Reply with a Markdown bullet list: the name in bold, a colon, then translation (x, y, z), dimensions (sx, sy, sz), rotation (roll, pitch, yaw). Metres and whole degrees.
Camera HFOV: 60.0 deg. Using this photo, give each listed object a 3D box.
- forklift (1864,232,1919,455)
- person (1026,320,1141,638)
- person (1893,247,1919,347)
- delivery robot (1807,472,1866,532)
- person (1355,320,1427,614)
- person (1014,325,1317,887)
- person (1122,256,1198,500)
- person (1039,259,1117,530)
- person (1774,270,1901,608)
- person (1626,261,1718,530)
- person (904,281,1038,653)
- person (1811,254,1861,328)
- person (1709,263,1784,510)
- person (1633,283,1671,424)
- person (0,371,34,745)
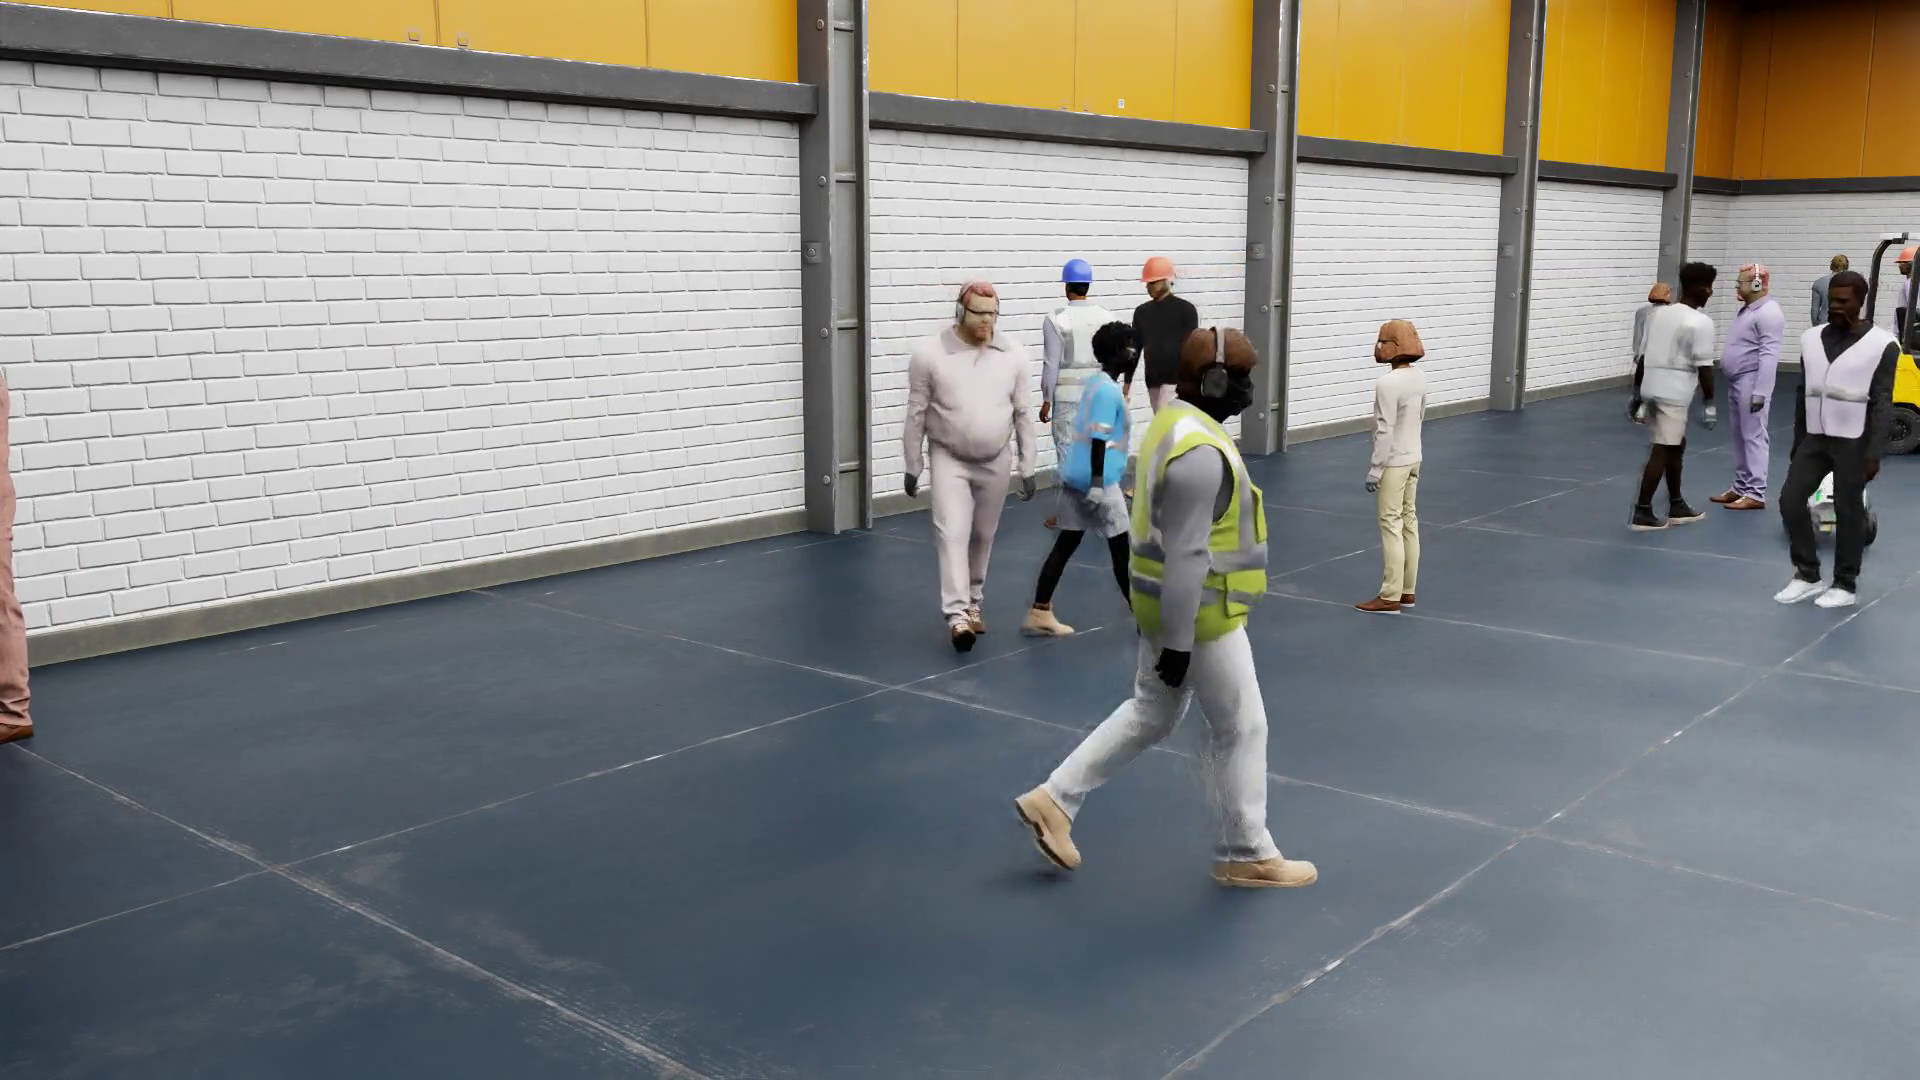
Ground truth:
- **forklift**: translation (9.955, -1.972, 16.595), dimensions (2.313, 2.155, 1.214), rotation (1, 10, 8)
- **person**: translation (0.731, -0.307, 8.622), dimensions (0.823, 1.647, 0.542), rotation (-1, 10, -8)
- **person**: translation (11.387, -2.501, 20.037), dimensions (0.390, 2.040, 0.614), rotation (7, 12, 36)
- **delivery robot**: translation (6.018, -0.318, 11.578), dimensions (0.477, 0.478, 0.707), rotation (2, 10, 10)
- **person**: translation (2.417, -0.405, 9.272), dimensions (0.280, 1.633, 0.500), rotation (8, 13, 37)
- **person**: translation (0.652, 0.224, 5.246), dimensions (0.912, 1.807, 0.629), rotation (0, 10, -1)
- **person**: translation (1.533, -1.257, 13.203), dimensions (0.941, 1.947, 0.656), rotation (-8, 13, -40)
- **person**: translation (0.847, -1.037, 11.972), dimensions (0.602, 1.949, 0.387), rotation (-5, 11, -27)
- **person**: translation (4.883, -0.546, 9.315), dimensions (0.606, 1.896, 0.626), rotation (-5, 11, -26)
- **person**: translation (5.206, -1.025, 11.954), dimensions (0.817, 1.926, 0.640), rotation (-2, 10, -13)
- **person**: translation (0.086, -0.367, 8.433), dimensions (0.666, 1.846, 0.989), rotation (-3, 10, -15)
- **person**: translation (12.111, -2.974, 23.031), dimensions (0.632, 1.940, 0.372), rotation (9, 13, 41)
- **person**: translation (6.129, -1.191, 12.965), dimensions (0.401, 1.907, 0.648), rotation (2, 10, 9)
- **person**: translation (7.988, -2.132, 19.101), dimensions (0.507, 1.631, 0.266), rotation (8, 13, 37)
- **person**: translation (-4.066, -0.100, 6.769), dimensions (0.399, 1.905, 0.643), rotation (-8, 13, -38)
